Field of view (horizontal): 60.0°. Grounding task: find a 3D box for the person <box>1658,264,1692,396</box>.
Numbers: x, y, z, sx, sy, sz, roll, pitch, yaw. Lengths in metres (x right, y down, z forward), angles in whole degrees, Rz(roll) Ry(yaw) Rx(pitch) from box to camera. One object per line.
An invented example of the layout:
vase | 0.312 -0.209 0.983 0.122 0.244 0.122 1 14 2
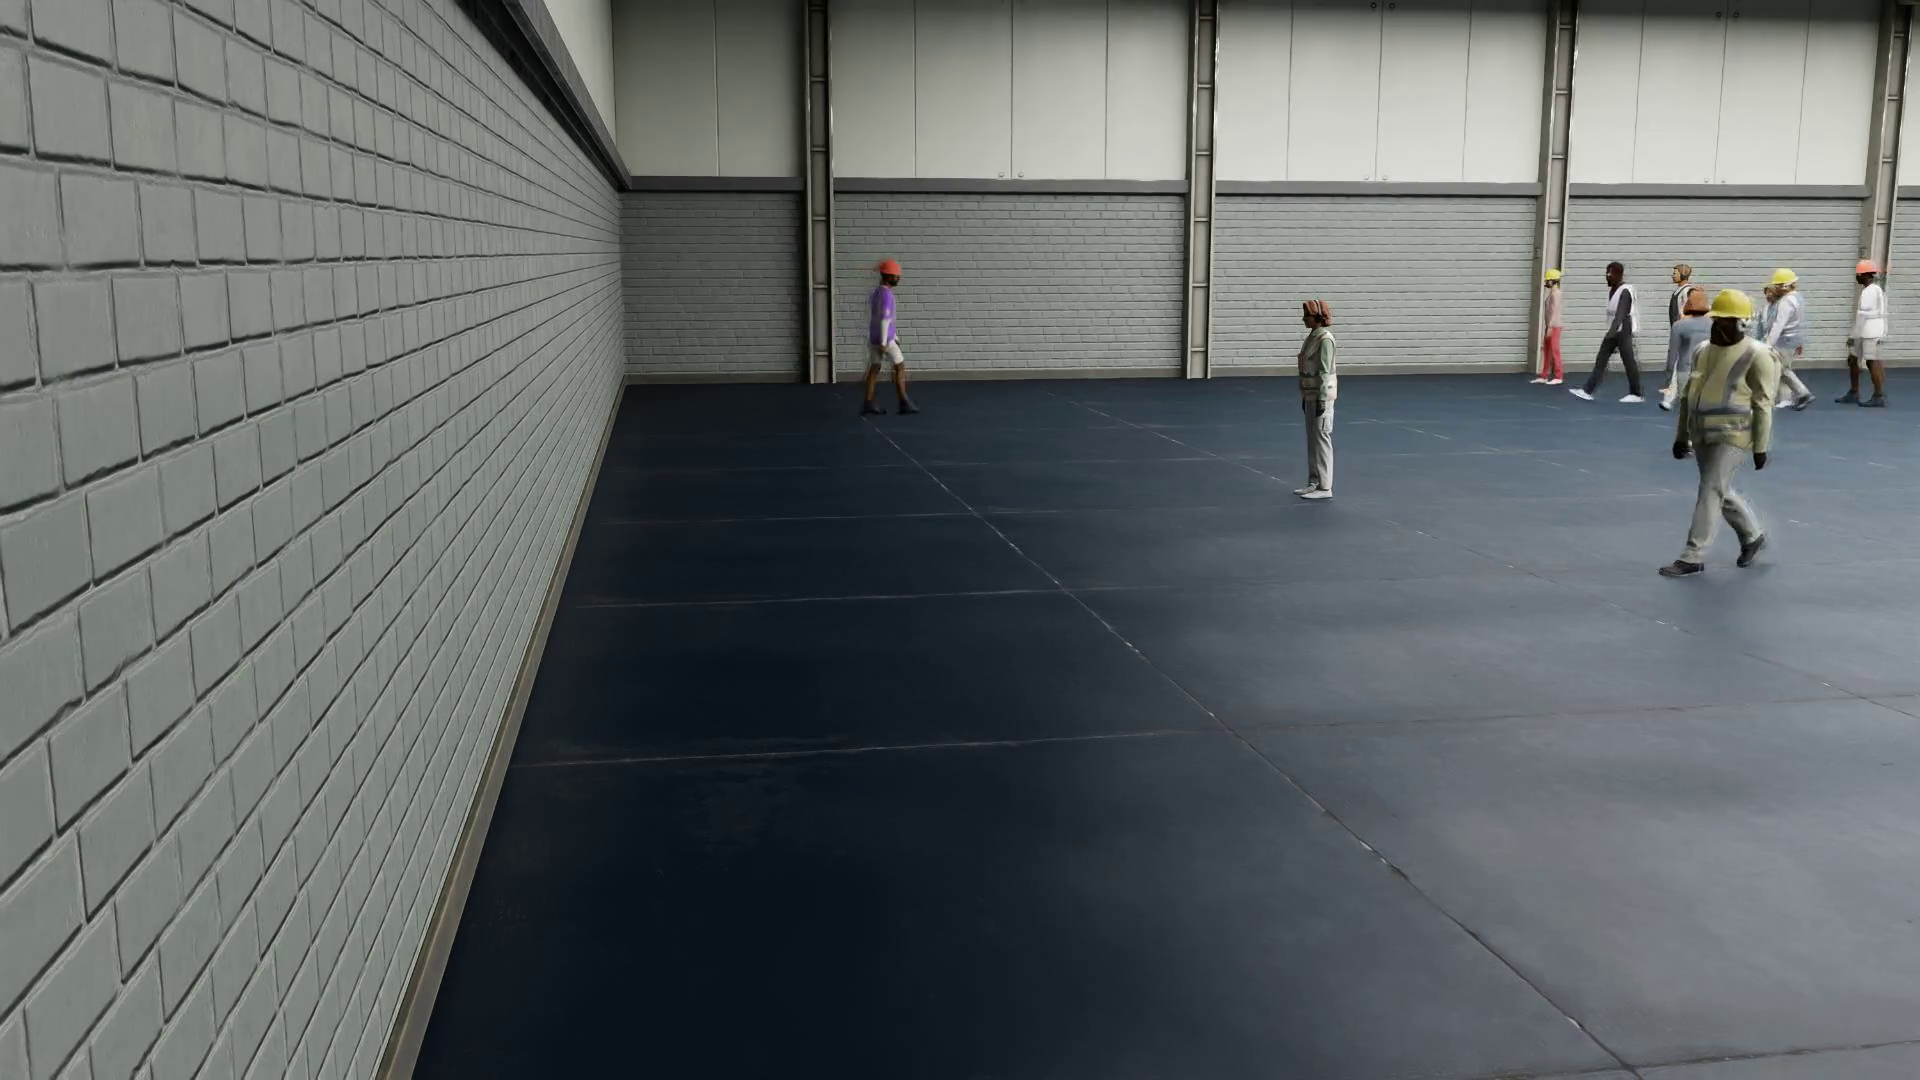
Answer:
person | 10.065 -2.934 23.297 0.346 1.846 0.506 2 10 9

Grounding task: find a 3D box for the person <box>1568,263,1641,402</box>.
person | 8.747 -2.776 22.338 1.005 1.863 0.613 -1 10 -5

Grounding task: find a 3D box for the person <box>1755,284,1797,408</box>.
person | 10.433 -2.481 21.408 0.872 1.584 0.531 -2 10 -12

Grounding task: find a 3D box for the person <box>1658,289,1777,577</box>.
person | 4.816 -0.674 10.436 0.883 1.804 0.593 -3 10 -18

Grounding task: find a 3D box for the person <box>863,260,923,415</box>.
person | -0.820 -2.493 20.575 0.861 1.901 0.554 -4 10 -20

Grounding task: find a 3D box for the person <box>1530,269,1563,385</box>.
person | 8.987 -3.240 25.315 0.354 1.767 0.529 2 10 11

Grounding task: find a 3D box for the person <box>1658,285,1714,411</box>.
person | 9.169 -2.385 20.890 0.844 1.589 0.504 -8 13 -39

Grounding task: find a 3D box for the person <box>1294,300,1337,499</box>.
person | 2.927 -1.150 13.647 0.315 1.629 0.509 -1 10 -6

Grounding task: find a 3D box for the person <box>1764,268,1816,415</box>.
person | 10.166 -2.423 20.461 0.752 1.809 0.635 7 12 34

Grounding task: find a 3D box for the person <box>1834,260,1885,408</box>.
person | 11.759 -2.684 21.673 0.758 1.908 0.557 6 12 32

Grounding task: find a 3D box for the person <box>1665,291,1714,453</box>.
person | 7.361 -1.686 16.730 0.522 1.618 0.425 1 10 6
